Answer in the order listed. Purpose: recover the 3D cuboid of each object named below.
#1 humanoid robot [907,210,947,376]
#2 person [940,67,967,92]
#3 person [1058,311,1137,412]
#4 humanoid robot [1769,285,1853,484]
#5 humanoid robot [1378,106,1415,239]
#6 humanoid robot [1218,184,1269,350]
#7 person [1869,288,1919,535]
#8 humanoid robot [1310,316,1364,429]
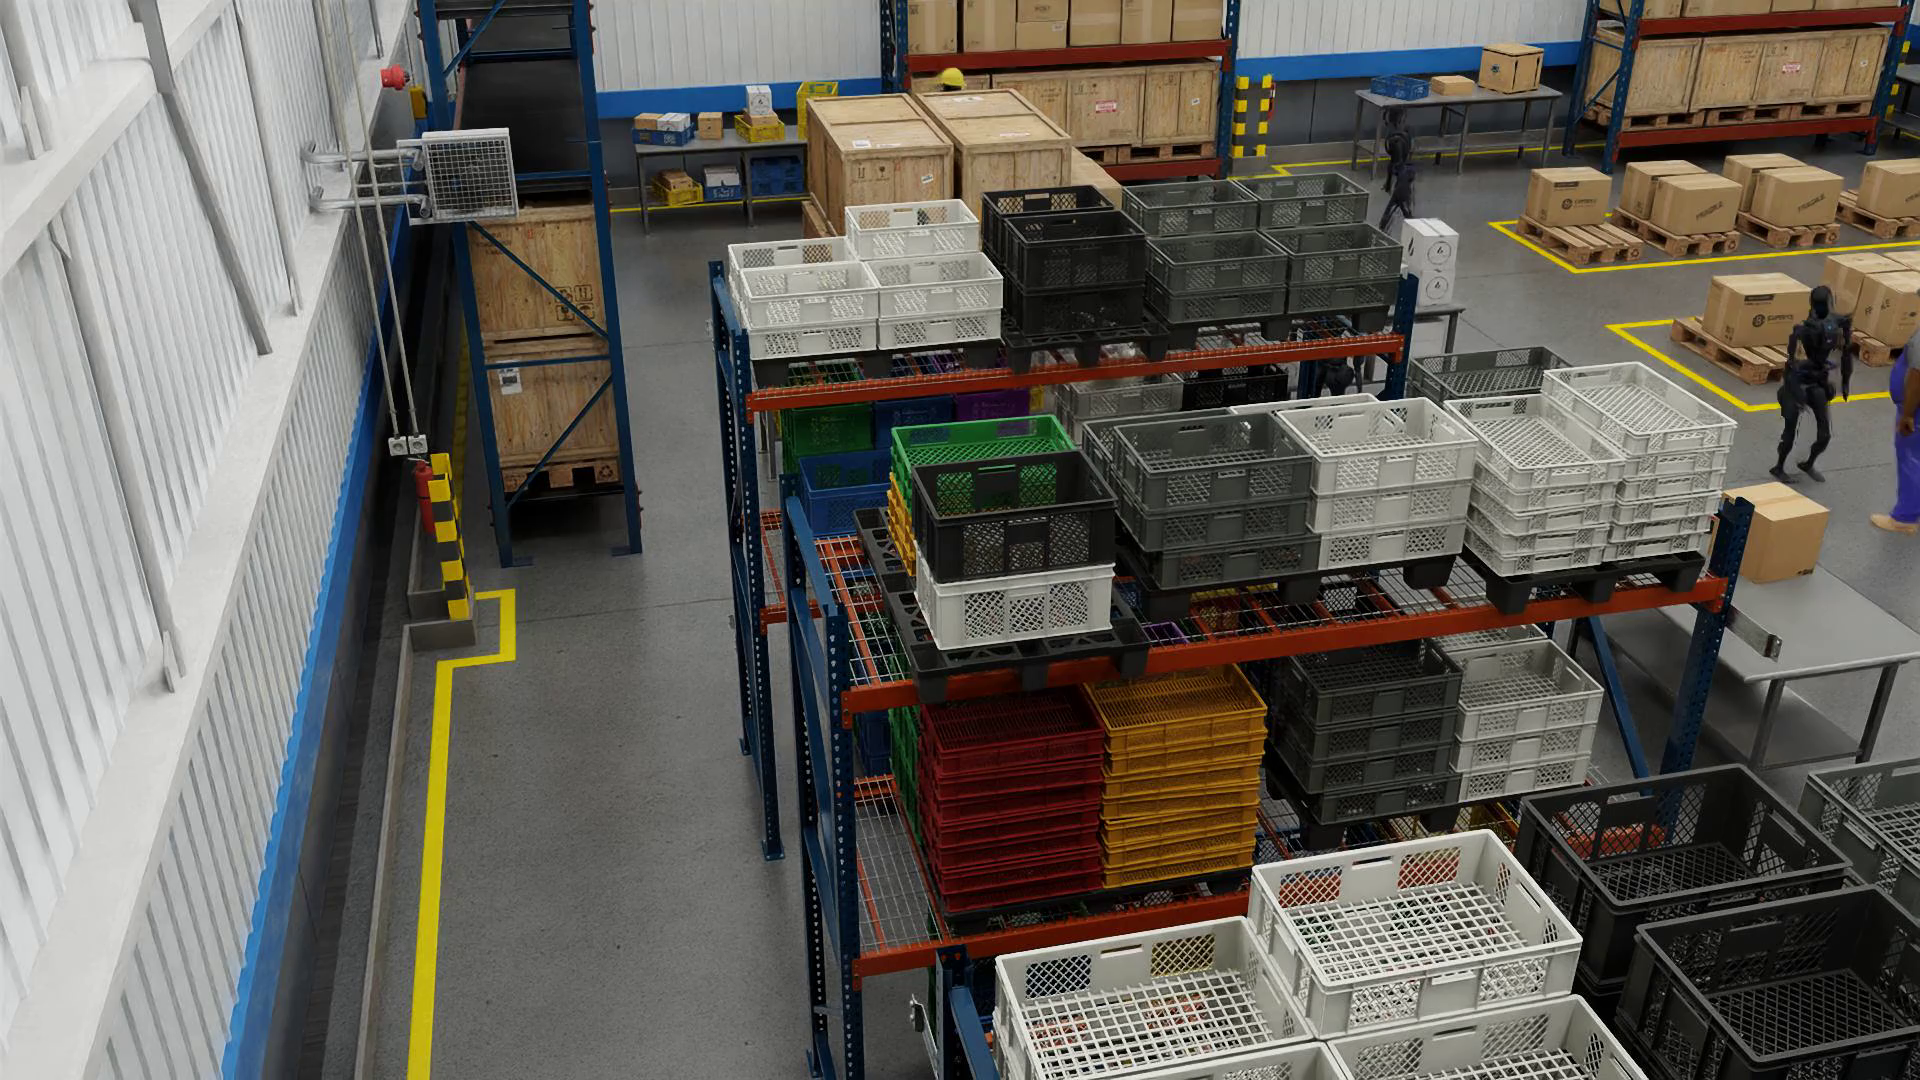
[{"bbox_3d":[-0.340,-2.054,14.441,0.612,1.662,0.325,-12,30,-21],"label":"humanoid robot"},{"bbox_3d":[-0.196,-4.219,18.288,0.572,1.905,0.634,-10,29,-18],"label":"person"},{"bbox_3d":[1.058,-1.293,12.833,0.623,1.826,0.996,18,33,31],"label":"person"},{"bbox_3d":[6.581,-1.175,12.786,0.660,1.626,0.431,-3,28,-6],"label":"humanoid robot"},{"bbox_3d":[4.807,-3.849,17.912,0.777,1.615,0.634,7,29,13],"label":"humanoid robot"},{"bbox_3d":[2.593,-2.482,15.249,0.620,1.648,0.444,6,28,12],"label":"humanoid robot"},{"bbox_3d":[7.045,-1.040,12.121,0.740,2.000,0.537,-16,32,-27],"label":"person"},{"bbox_3d":[2.960,-1.424,13.222,0.327,1.657,0.589,-21,34,-34],"label":"humanoid robot"}]
